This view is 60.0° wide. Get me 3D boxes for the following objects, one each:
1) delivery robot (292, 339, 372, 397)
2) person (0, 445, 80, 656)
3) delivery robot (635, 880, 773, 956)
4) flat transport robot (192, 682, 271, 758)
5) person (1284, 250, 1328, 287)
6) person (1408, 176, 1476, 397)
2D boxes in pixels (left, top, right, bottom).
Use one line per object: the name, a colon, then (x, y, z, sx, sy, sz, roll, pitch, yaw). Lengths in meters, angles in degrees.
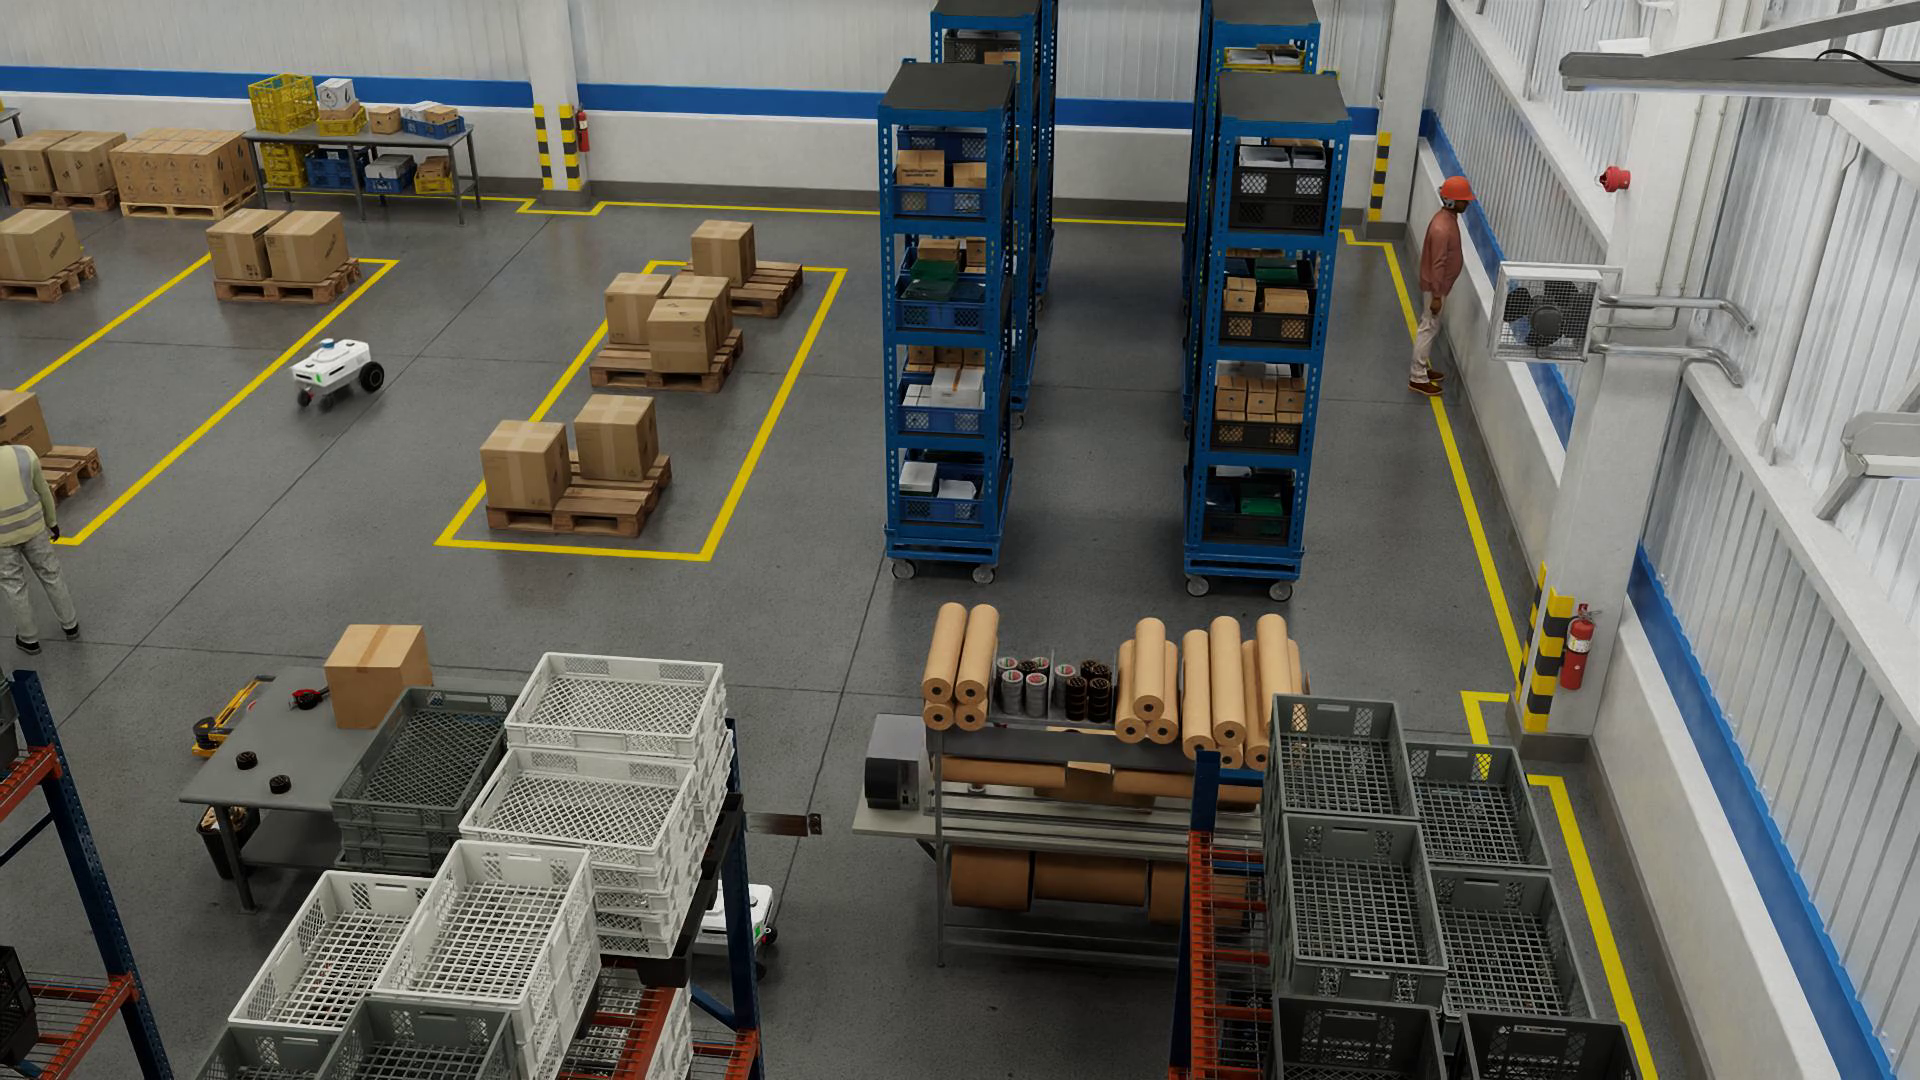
delivery robot: (-5.652, -1.572, 14.977, 0.477, 0.478, 0.707, 13, 33, 21)
person: (-6.407, -0.071, 11.236, 0.586, 1.824, 0.403, -25, 39, -36)
delivery robot: (-1.361, 1.987, 8.863, 0.707, 0.478, 0.477, 3, 30, 6)
flat transport robot: (-4.089, 1.163, 10.648, 1.431, 0.197, 0.652, 3, 30, 6)
person: (3.182, -2.497, 15.584, 0.518, 1.636, 0.312, -4, 30, -6)
person: (4.291, -2.284, 14.868, 0.385, 1.993, 0.624, 9, 31, 16)
